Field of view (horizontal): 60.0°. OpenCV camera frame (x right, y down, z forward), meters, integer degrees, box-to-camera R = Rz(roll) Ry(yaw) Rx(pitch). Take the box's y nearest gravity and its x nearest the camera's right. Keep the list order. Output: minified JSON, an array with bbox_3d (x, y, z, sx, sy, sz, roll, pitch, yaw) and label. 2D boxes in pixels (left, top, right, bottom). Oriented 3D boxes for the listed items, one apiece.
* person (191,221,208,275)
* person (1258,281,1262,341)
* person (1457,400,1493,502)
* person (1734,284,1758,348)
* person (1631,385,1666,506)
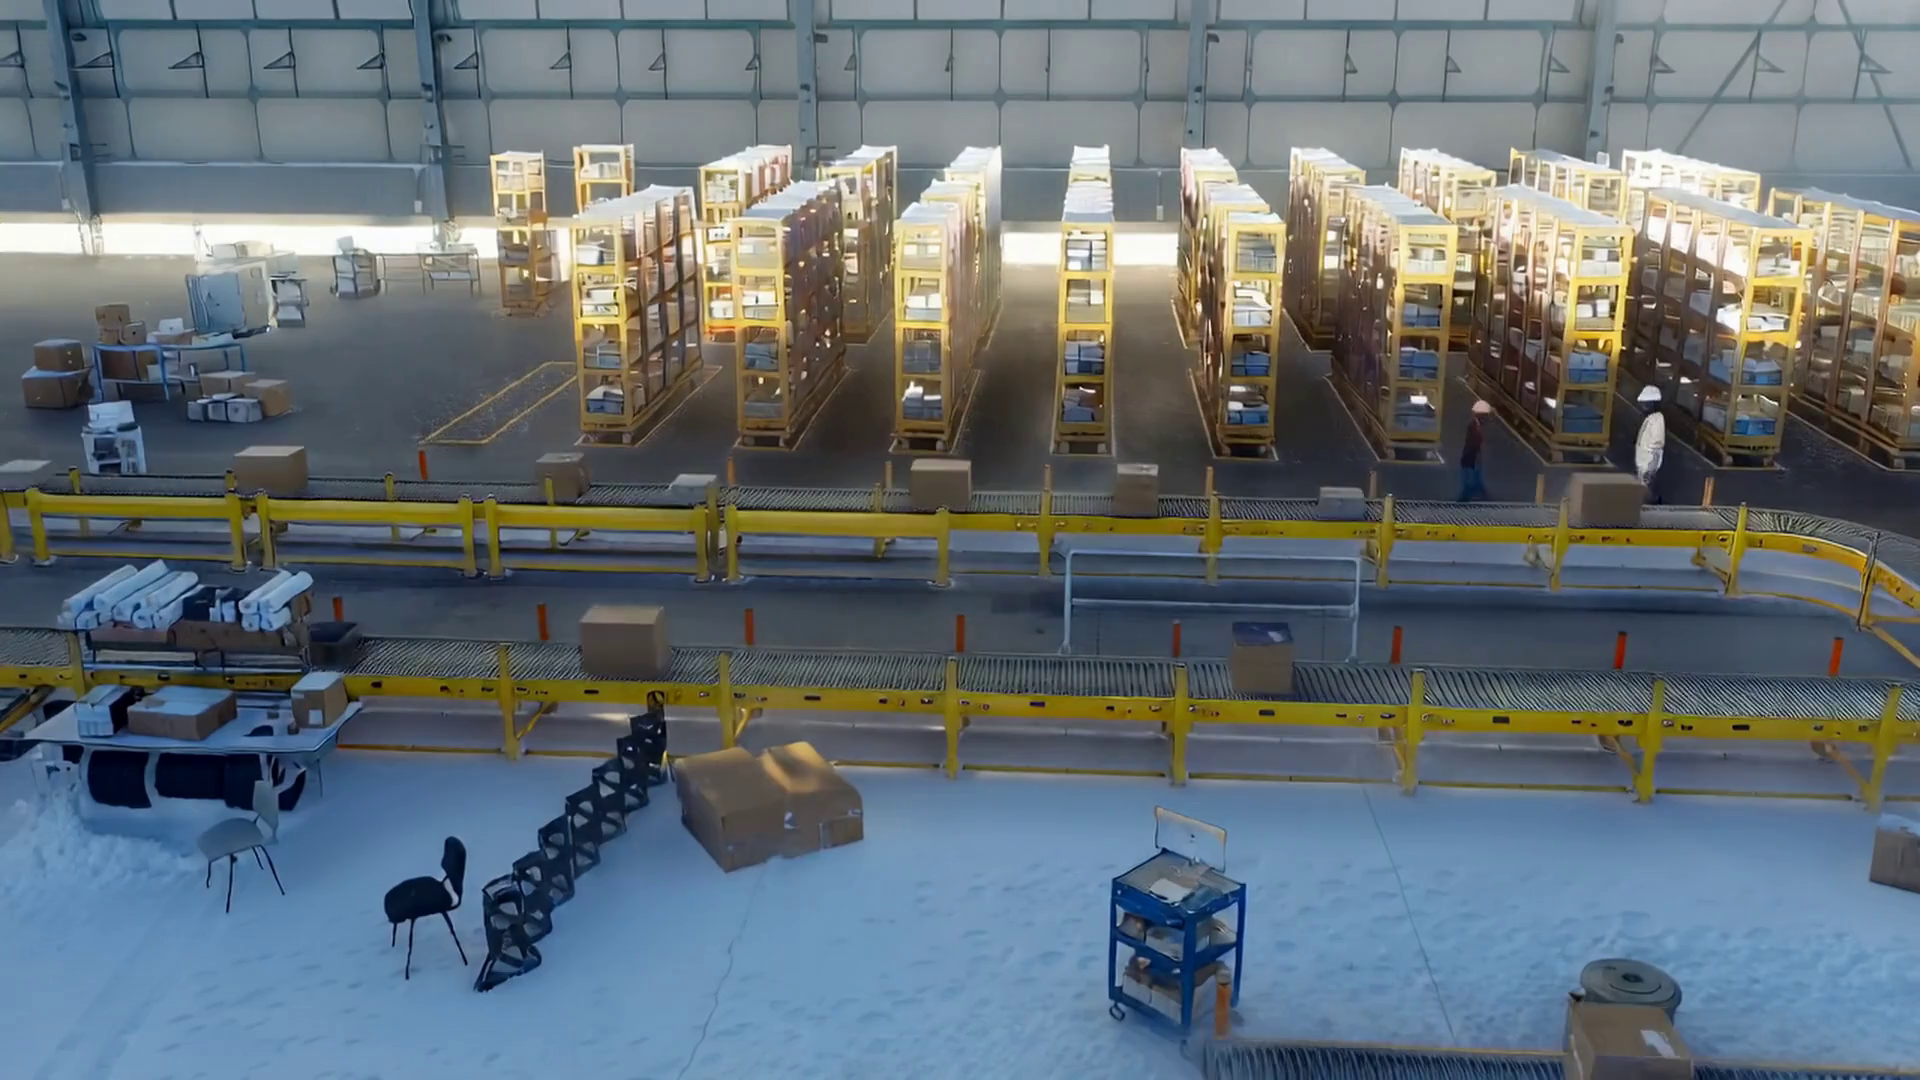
[{"bbox_3d":[-18.532,-6.924,40.659,0.339,1.749,0.573,-1,18,-3],"label":"person"},{"bbox_3d":[5.914,-4.672,33.364,0.374,1.843,0.568,5,18,15],"label":"person"},{"bbox_3d":[6.730,-0.972,21.769,0.439,1.749,0.536,4,18,14],"label":"person"},{"bbox_3d":[14.780,-4.016,31.089,0.745,1.964,0.641,7,19,21],"label":"person"},{"bbox_3d":[8.744,-0.988,21.385,0.618,2.028,0.639,5,18,14],"label":"person"}]
